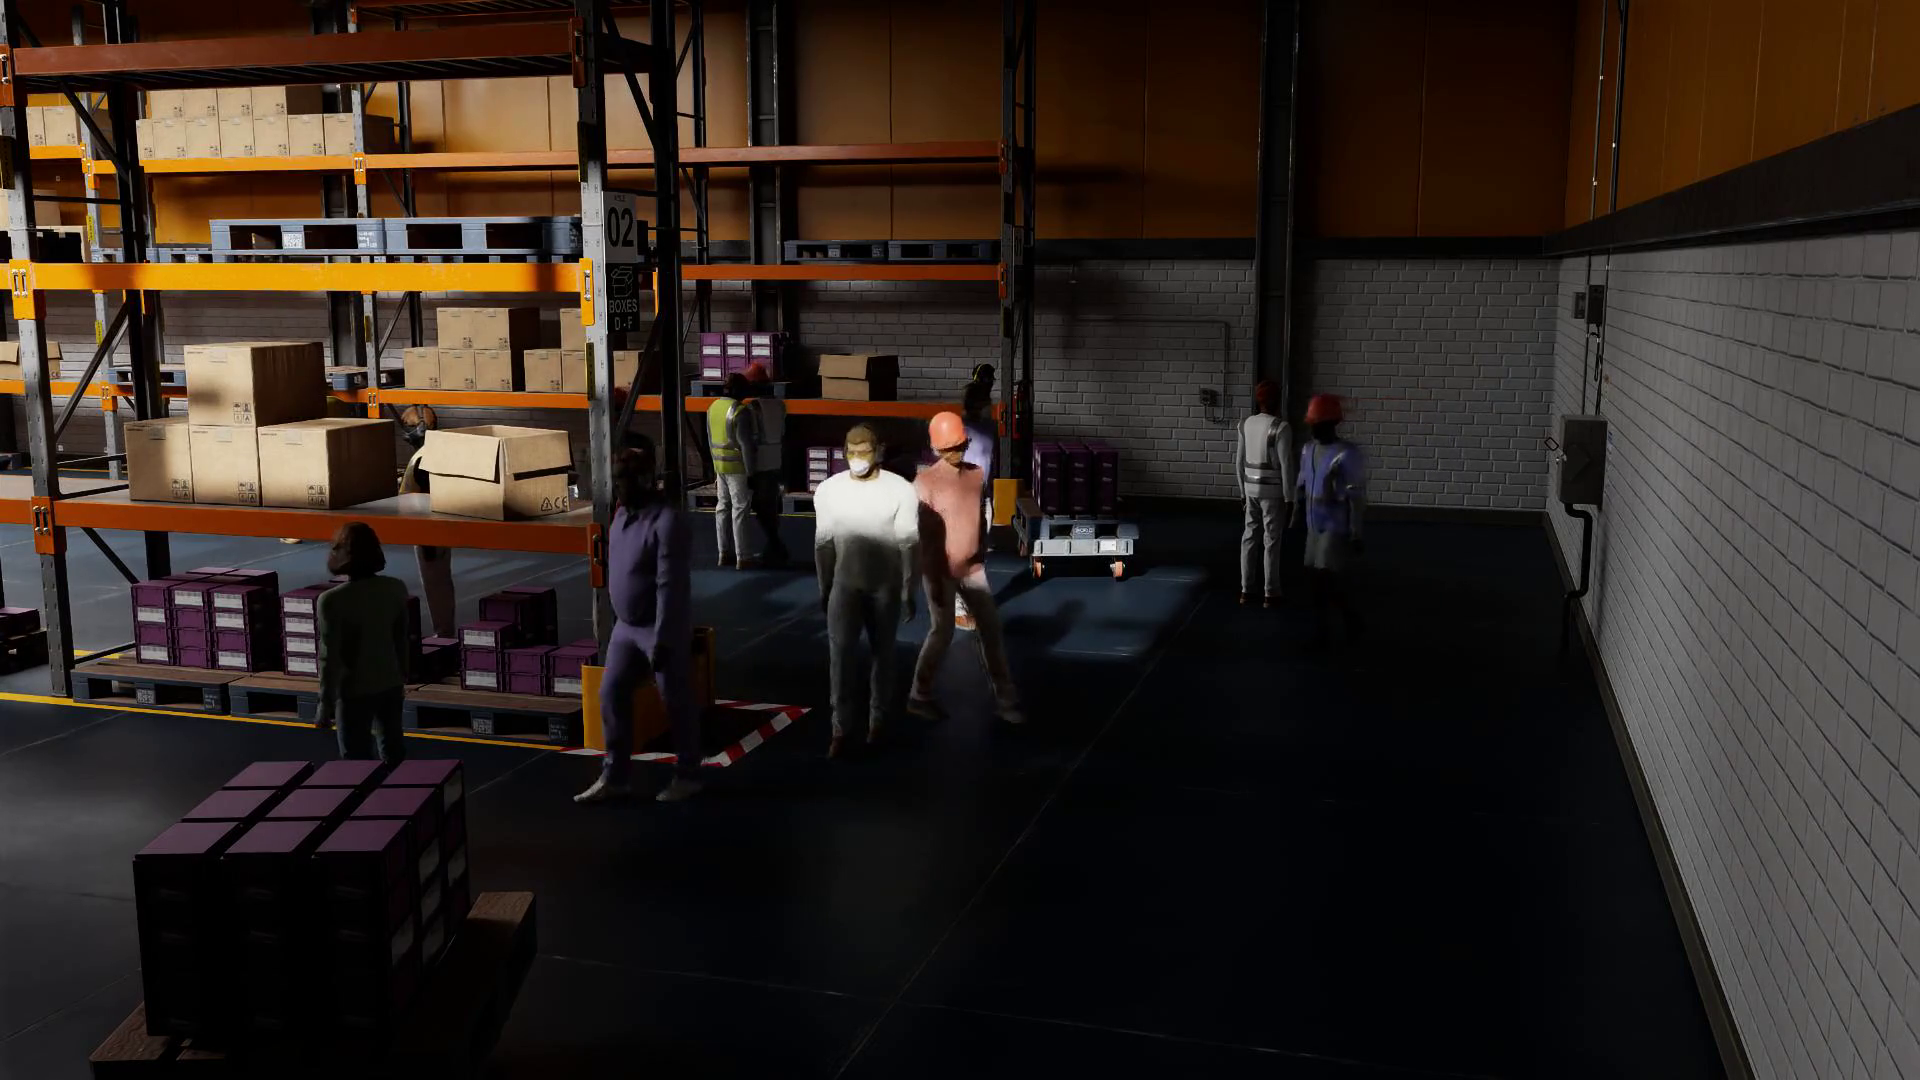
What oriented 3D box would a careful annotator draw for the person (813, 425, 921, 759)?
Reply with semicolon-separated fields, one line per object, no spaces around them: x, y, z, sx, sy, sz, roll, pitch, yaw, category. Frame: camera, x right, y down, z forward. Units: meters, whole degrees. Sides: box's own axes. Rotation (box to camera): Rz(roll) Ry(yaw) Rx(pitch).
-0.541;0.308;9.505;0.633;1.916;0.744;1;9;4;person

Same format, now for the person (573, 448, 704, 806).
-1.675;0.470;8.583;0.792;1.876;0.667;-9;13;-44;person

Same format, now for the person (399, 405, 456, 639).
-3.795;-0.045;11.892;0.429;1.835;0.633;-2;10;-13;person

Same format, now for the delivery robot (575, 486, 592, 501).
-3.831;-0.490;18.195;0.707;0.478;0.477;-4;10;-22;delivery robot

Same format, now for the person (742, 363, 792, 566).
-1.815;-0.700;15.677;0.679;1.912;0.588;7;11;35;person

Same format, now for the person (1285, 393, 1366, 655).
2.628;-0.102;11.979;0.452;1.917;0.567;-4;10;-25;person

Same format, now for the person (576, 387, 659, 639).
-2.486;-0.138;12.165;0.666;1.935;1.047;-5;10;-26;person

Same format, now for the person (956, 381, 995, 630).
0.079;-0.273;12.973;0.362;1.934;0.626;5;11;29;person

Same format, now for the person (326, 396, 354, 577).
-4.744;-0.188;12.751;0.404;1.834;0.591;-2;9;-9;person

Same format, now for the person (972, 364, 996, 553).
0.206;-0.809;16.449;0.335;1.865;0.519;1;9;8;person

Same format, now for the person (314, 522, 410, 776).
-2.789;0.730;7.809;0.301;1.629;0.523;6;11;31;person

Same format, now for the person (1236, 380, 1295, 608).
2.541;-0.382;13.779;0.353;1.884;0.578;-7;12;-38;person

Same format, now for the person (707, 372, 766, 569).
-2.091;-0.649;15.551;0.429;1.841;0.625;-8;13;-42;person

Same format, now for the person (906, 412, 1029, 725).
-0.012;0.184;10.211;0.728;1.939;0.651;9;13;44;person

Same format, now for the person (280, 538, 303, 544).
-6.802;-0.891;17.013;0.429;1.842;0.633;3;10;19;person
